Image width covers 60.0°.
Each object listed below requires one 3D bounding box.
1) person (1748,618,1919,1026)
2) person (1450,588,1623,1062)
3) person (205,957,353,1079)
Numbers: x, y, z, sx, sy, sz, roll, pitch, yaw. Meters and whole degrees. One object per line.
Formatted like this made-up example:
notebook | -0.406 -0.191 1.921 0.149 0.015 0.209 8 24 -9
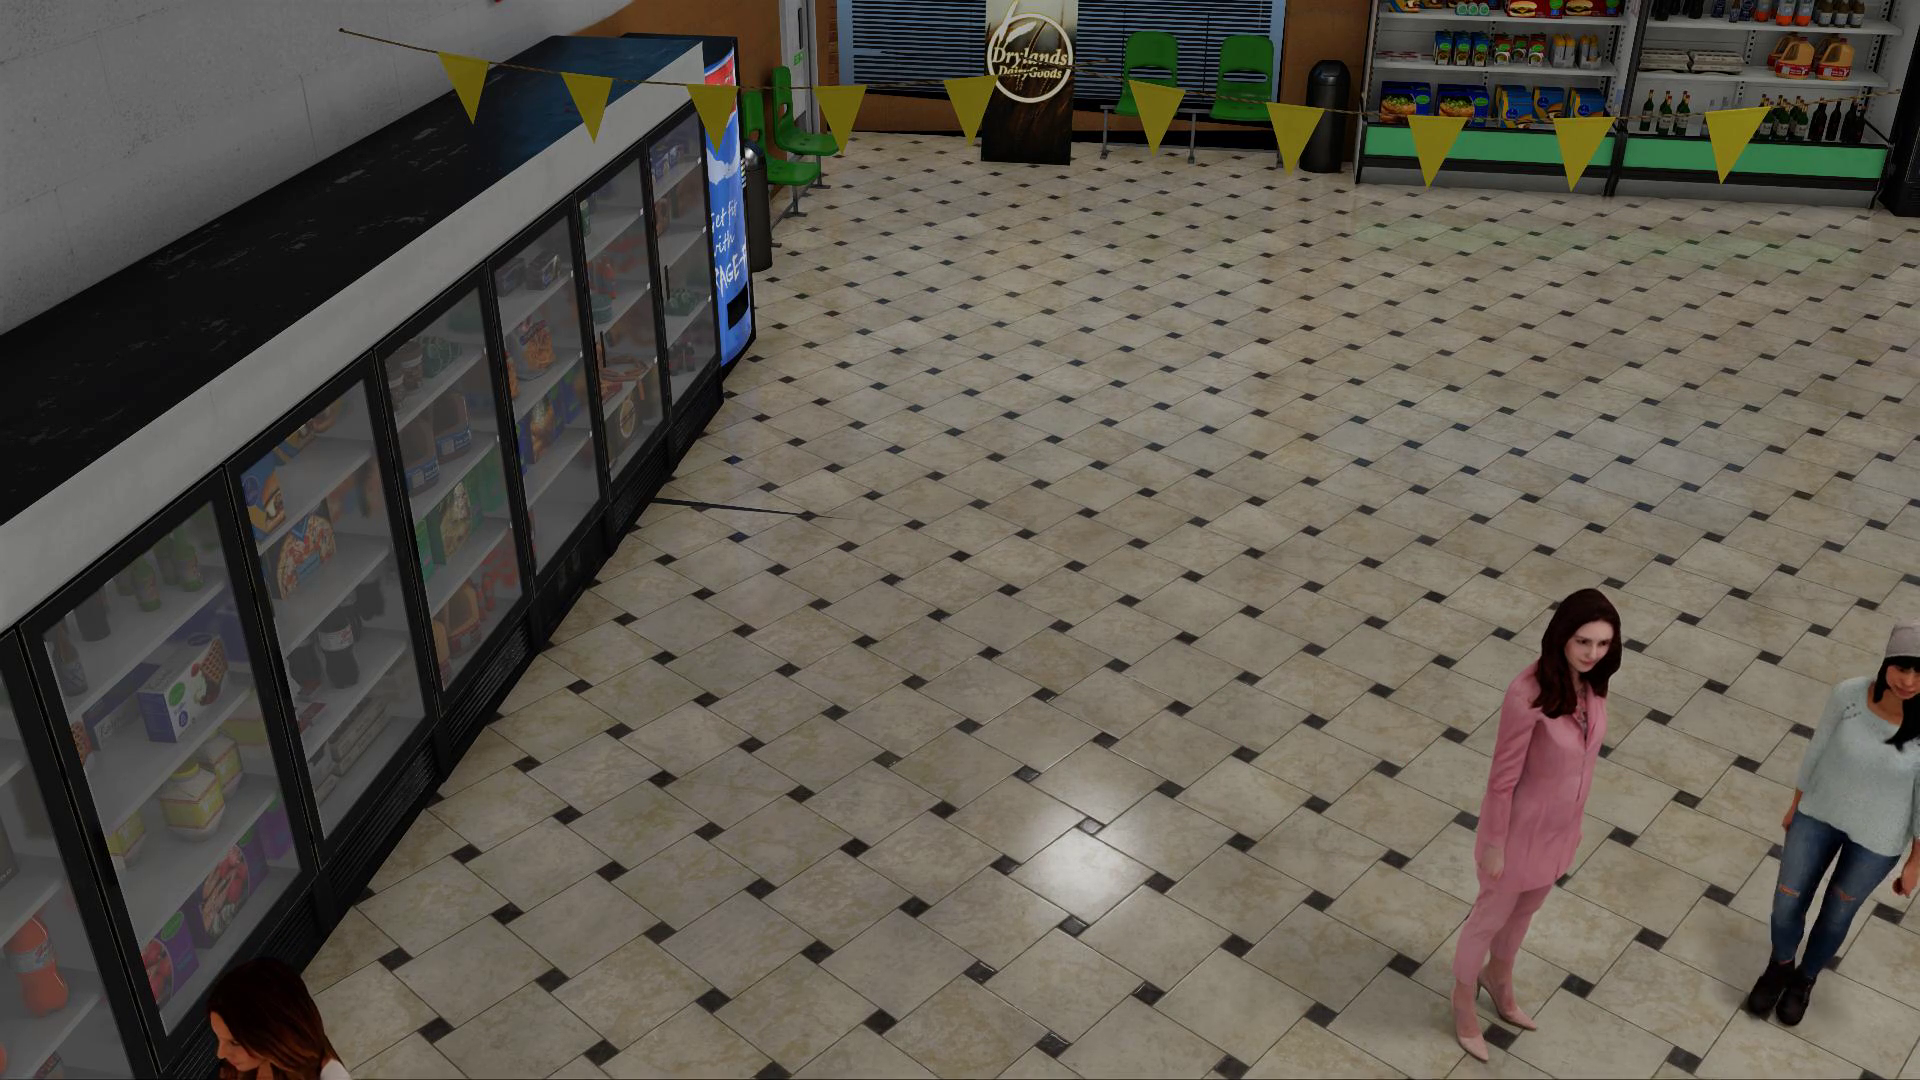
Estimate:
person | 3.084 0.948 5.716 0.653 1.645 0.757 21 35 33
person | 1.902 0.942 5.564 0.668 1.800 0.744 -16 33 -27
person | -1.533 1.730 4.140 0.581 1.782 0.721 16 32 27
